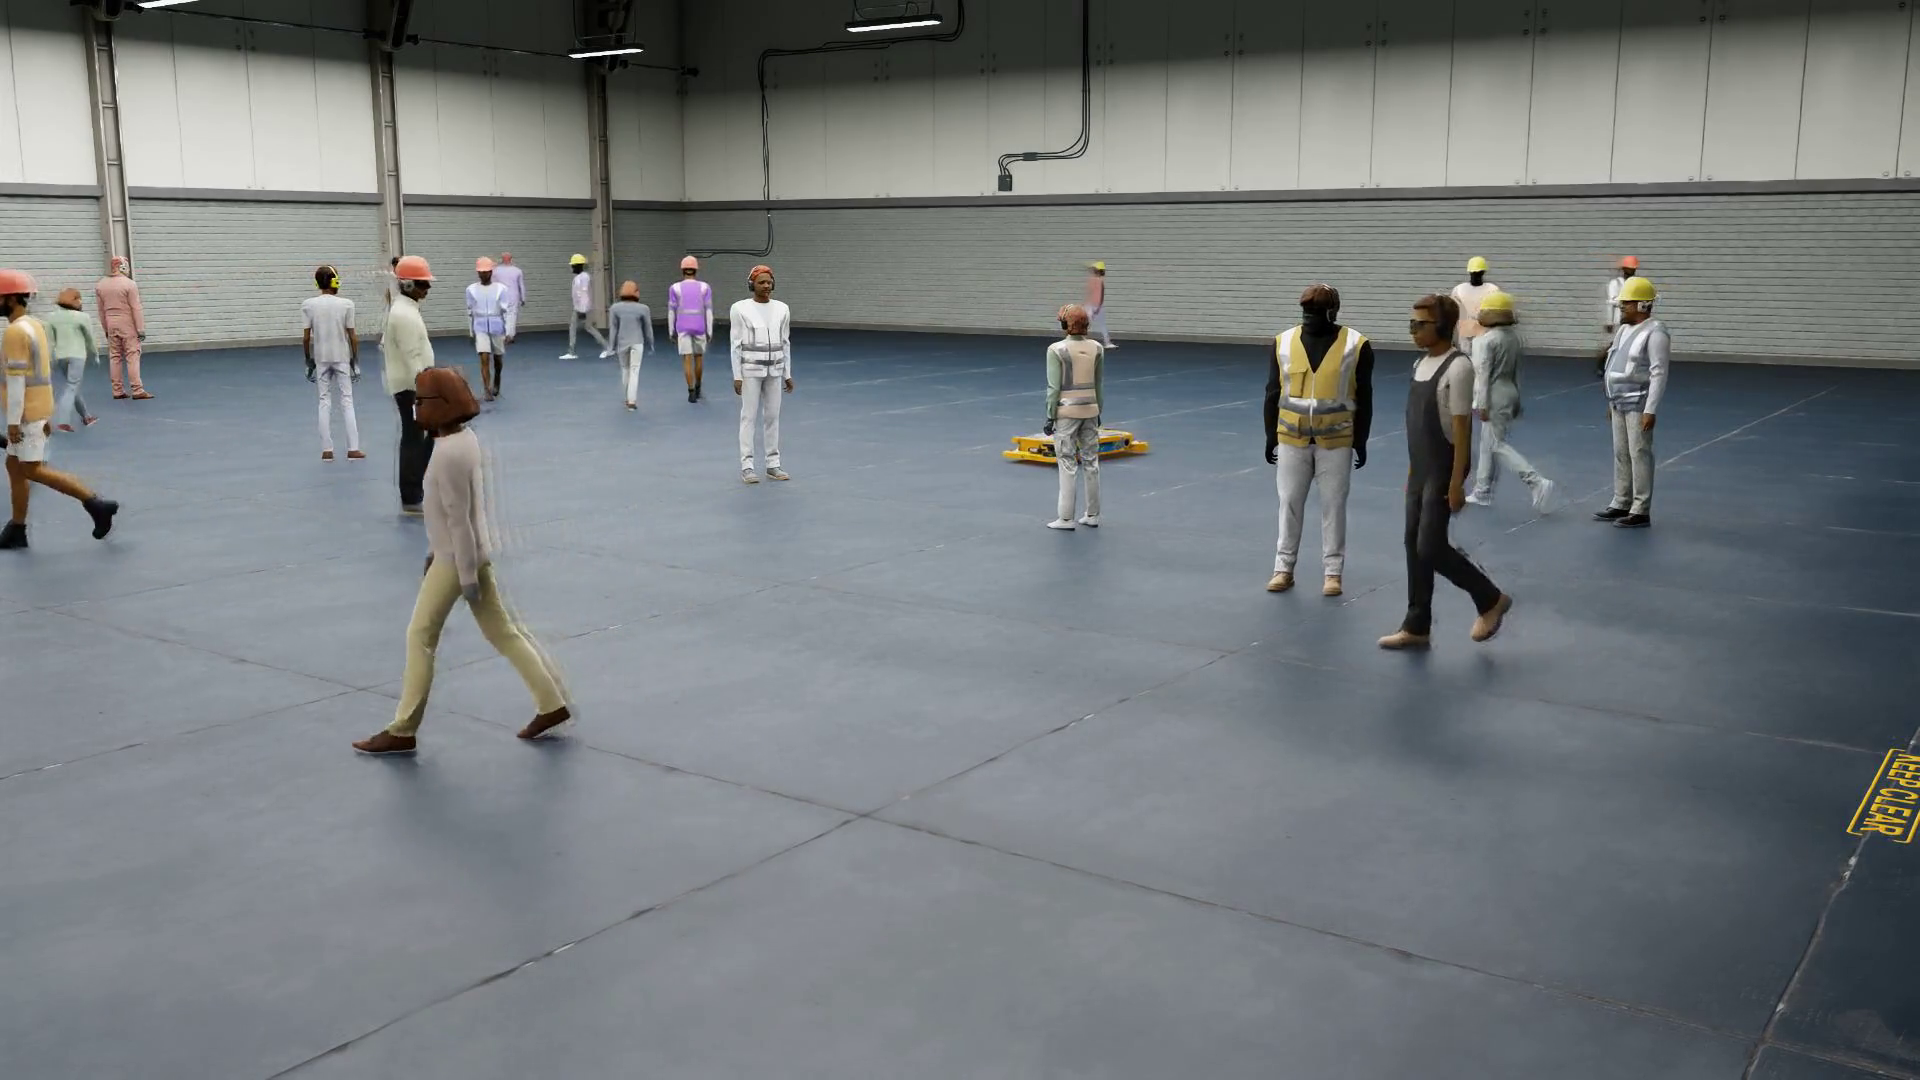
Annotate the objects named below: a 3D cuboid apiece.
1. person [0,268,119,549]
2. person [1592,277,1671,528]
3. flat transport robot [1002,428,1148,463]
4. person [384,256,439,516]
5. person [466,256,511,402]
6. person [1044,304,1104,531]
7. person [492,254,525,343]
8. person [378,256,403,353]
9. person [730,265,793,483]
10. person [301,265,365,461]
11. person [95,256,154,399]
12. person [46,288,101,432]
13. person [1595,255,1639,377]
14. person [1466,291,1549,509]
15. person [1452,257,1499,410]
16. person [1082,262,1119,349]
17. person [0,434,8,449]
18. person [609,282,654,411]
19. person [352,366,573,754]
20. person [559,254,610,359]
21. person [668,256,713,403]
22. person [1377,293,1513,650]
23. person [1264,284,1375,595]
[{"bbox_3d":[-6.267,-0.883,11.305,0.821,1.917,0.555,-4,11,-20],"label":"person"},{"bbox_3d":[4.931,-1.006,12.209,0.404,1.830,0.601,-1,10,-6],"label":"person"},{"bbox_3d":[1.129,-0.925,16.126,0.652,0.197,1.431,10,14,43],"label":"flat transport robot"},{"bbox_3d":[-4.098,-1.156,12.635,0.490,1.978,0.663,-3,11,-17],"label":"person"},{"bbox_3d":[-6.272,-2.816,22.147,0.549,1.913,0.893,-3,10,-14],"label":"person"},{"bbox_3d":[0.829,-0.885,12.070,0.515,1.640,0.314,-7,12,-34],"label":"person"},{"bbox_3d":[-9.474,-5.076,34.949,0.661,1.847,1.012,-2,10,-13],"label":"person"},{"bbox_3d":[-10.645,-4.435,31.422,0.522,1.838,0.932,5,11,28],"label":"person"},{"bbox_3d":[-1.725,-1.444,14.525,0.574,1.883,0.356,-7,12,-34],"label":"person"},{"bbox_3d":[-6.015,-1.686,15.930,0.517,1.865,0.334,-2,10,-9],"label":"person"},{"bbox_3d":[-11.144,-2.822,22.194,0.638,1.902,0.406,3,10,15],"label":"person"},{"bbox_3d":[-9.856,-2.003,18.497,0.509,1.577,0.872,1,10,6],"label":"person"},{"bbox_3d":[9.929,-3.327,25.004,0.550,1.916,0.770,-3,11,-15],"label":"person"},{"bbox_3d":[4.279,-1.079,12.965,0.493,1.716,0.757,-9,13,-41],"label":"person"},{"bbox_3d":[6.379,-2.571,20.797,0.598,1.897,0.813,7,13,36],"label":"person"},{"bbox_3d":[2.660,-4.613,32.735,0.916,1.719,0.530,-4,11,-19],"label":"person"},{"bbox_3d":[-8.294,-1.271,14.097,0.537,1.681,0.595,10,14,43],"label":"person"},{"bbox_3d":[-4.114,-2.439,20.905,0.528,1.583,0.853,0,10,-1],"label":"person"},{"bbox_3d":[-2.034,0.079,6.814,0.862,1.592,0.501,-1,10,-5],"label":"person"},{"bbox_3d":[-6.745,-4.200,29.941,0.921,1.896,0.596,-6,12,-29],"label":"person"},{"bbox_3d":[-3.572,-2.786,21.984,0.570,1.896,0.930,-3,10,-15],"label":"person"},{"bbox_3d":[2.467,-0.330,8.429,0.561,1.834,0.508,-2,10,-9],"label":"person"},{"bbox_3d":[2.107,-0.588,9.852,0.630,1.839,0.429,4,11,21],"label":"person"}]
